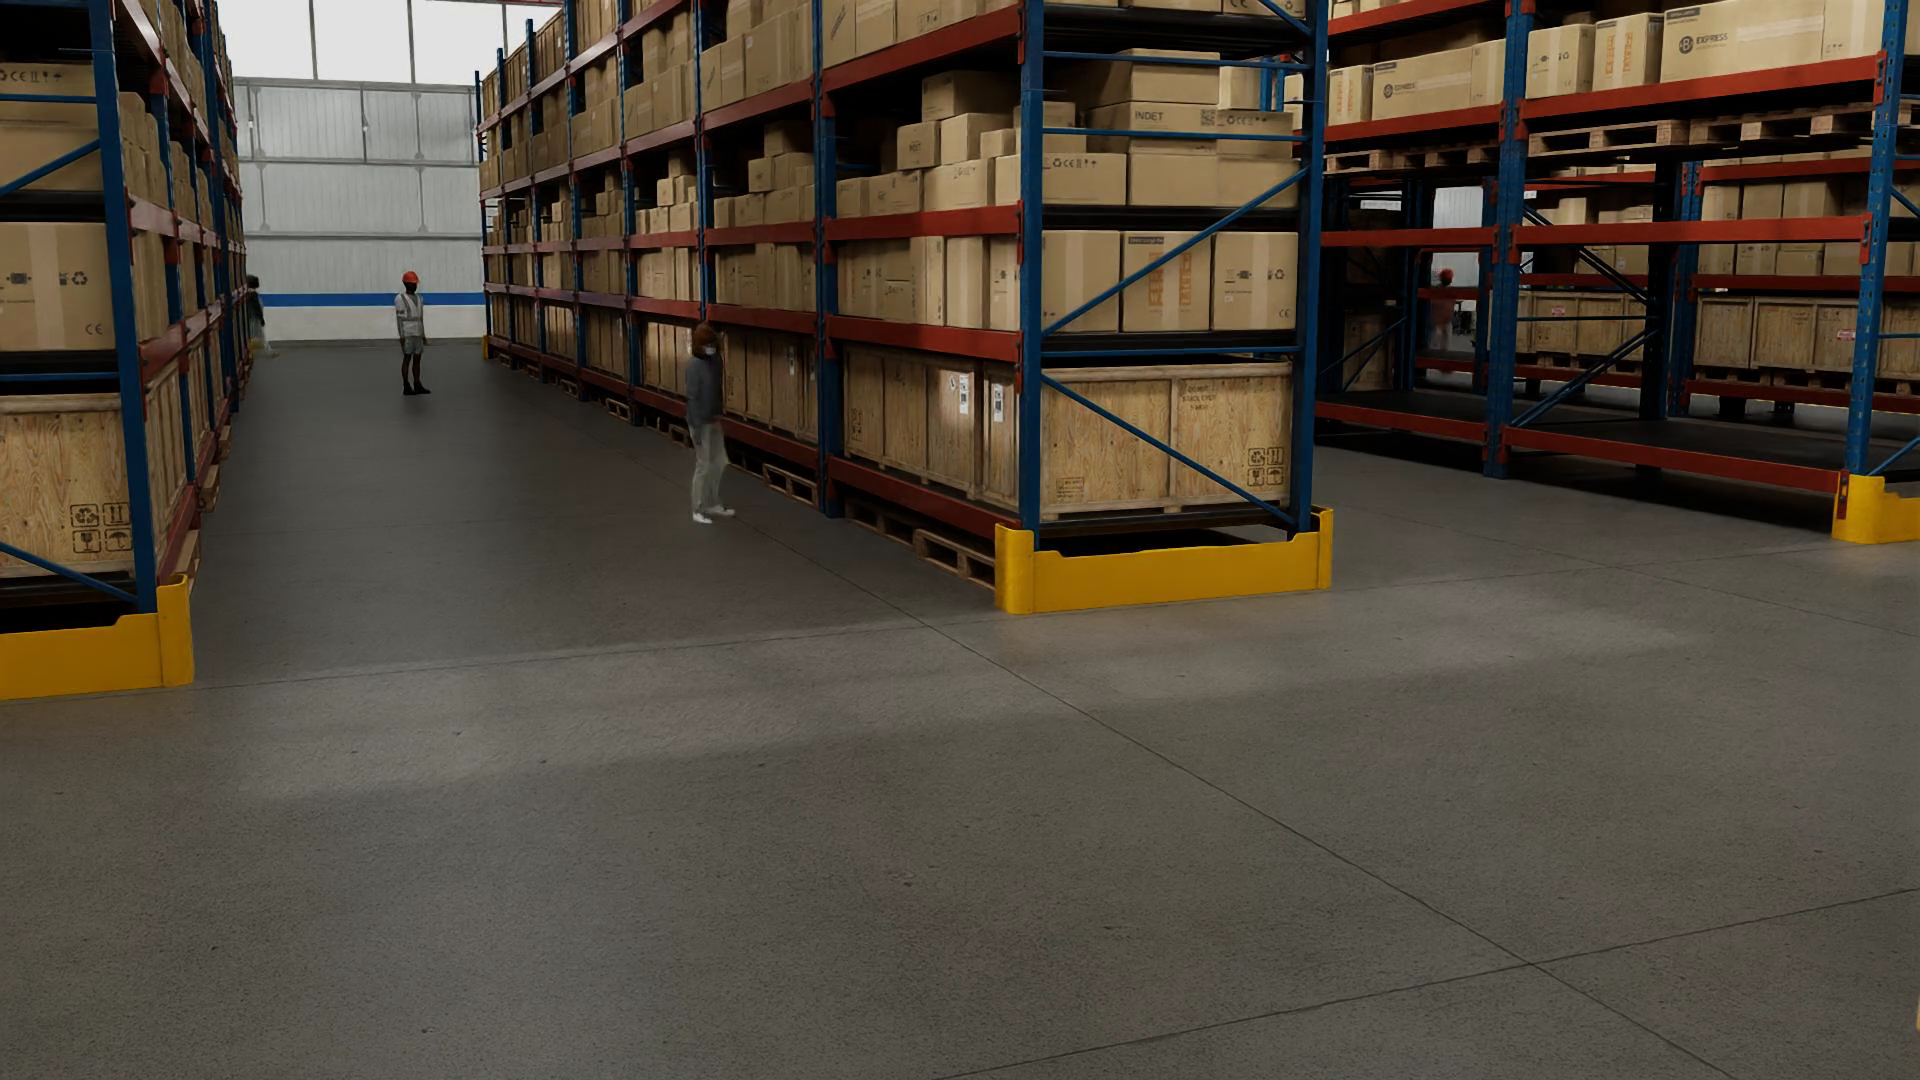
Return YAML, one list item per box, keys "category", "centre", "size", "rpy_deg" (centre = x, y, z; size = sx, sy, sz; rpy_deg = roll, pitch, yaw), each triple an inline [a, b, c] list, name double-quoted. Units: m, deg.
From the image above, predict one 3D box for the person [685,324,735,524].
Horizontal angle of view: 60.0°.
- category: "person"
  centre: [-1.993, -0.913, 13.157]
  size: [0.374, 1.595, 0.577]
  rpy_deg: [3, 10, 19]

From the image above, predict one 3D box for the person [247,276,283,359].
- category: "person"
  centre: [-14.969, -4.706, 35.320]
  size: [0.978, 1.788, 0.651]
  rpy_deg: [-6, 11, -32]

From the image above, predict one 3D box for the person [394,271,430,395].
- category: "person"
  centre: [-8.592, -3.247, 26.126]
  size: [0.356, 1.937, 0.552]
  rpy_deg: [4, 10, 25]

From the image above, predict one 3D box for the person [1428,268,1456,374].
- category: "person"
  centre: [8.978, -4.100, 31.120]
  size: [0.632, 1.976, 0.695]
  rpy_deg: [-4, 10, -22]
